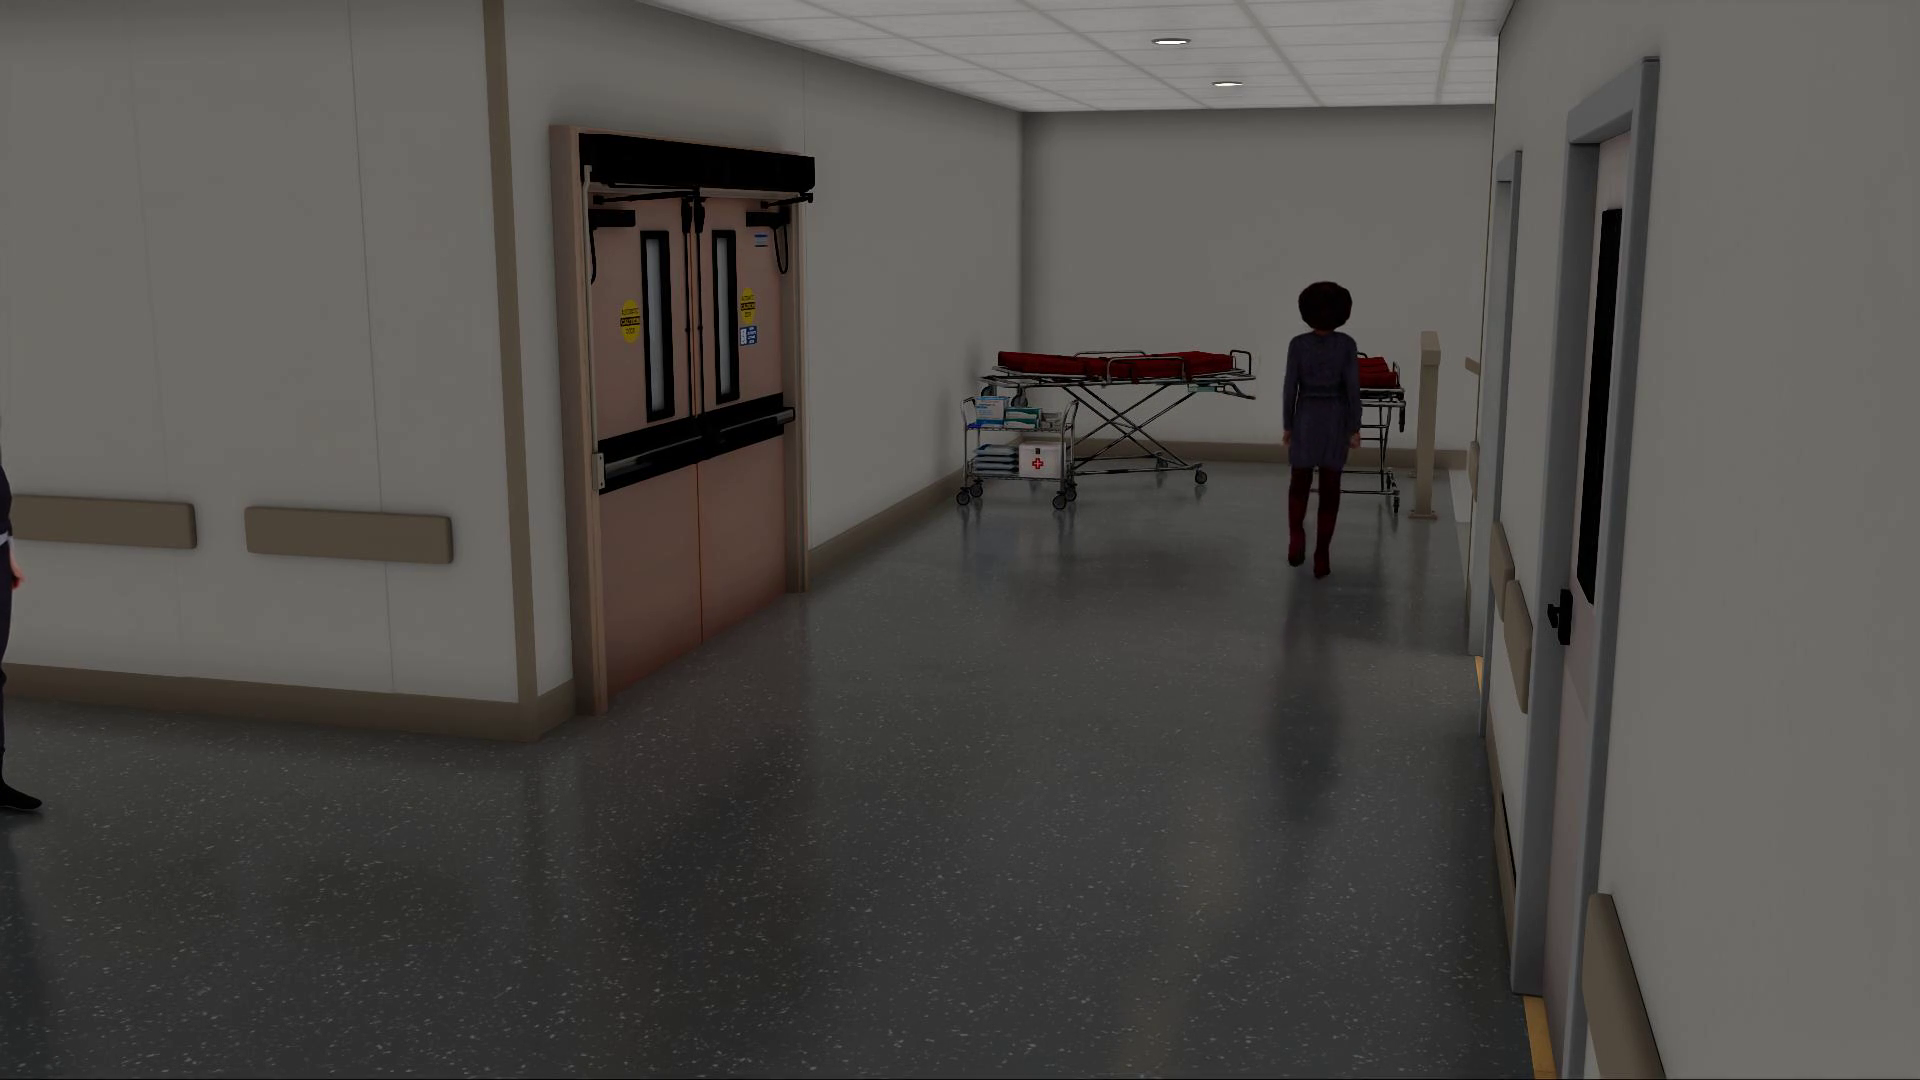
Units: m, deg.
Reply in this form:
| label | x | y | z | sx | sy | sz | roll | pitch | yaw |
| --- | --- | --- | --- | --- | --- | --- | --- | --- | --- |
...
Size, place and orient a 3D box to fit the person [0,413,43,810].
| label | x | y | z | sx | sy | sz | roll | pitch | yaw |
| --- | --- | --- | --- | --- | --- | --- | --- | --- | --- |
| person | -3.409 | 0.090 | 5.627 | 0.684 | 1.779 | 0.514 | 6 | 12 | 28 |

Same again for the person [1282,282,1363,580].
| label | x | y | z | sx | sy | sz | roll | pitch | yaw |
| --- | --- | --- | --- | --- | --- | --- | --- | --- | --- |
| person | 2.059 | -0.609 | 9.513 | 0.620 | 1.704 | 0.697 | 4 | 11 | 20 |
